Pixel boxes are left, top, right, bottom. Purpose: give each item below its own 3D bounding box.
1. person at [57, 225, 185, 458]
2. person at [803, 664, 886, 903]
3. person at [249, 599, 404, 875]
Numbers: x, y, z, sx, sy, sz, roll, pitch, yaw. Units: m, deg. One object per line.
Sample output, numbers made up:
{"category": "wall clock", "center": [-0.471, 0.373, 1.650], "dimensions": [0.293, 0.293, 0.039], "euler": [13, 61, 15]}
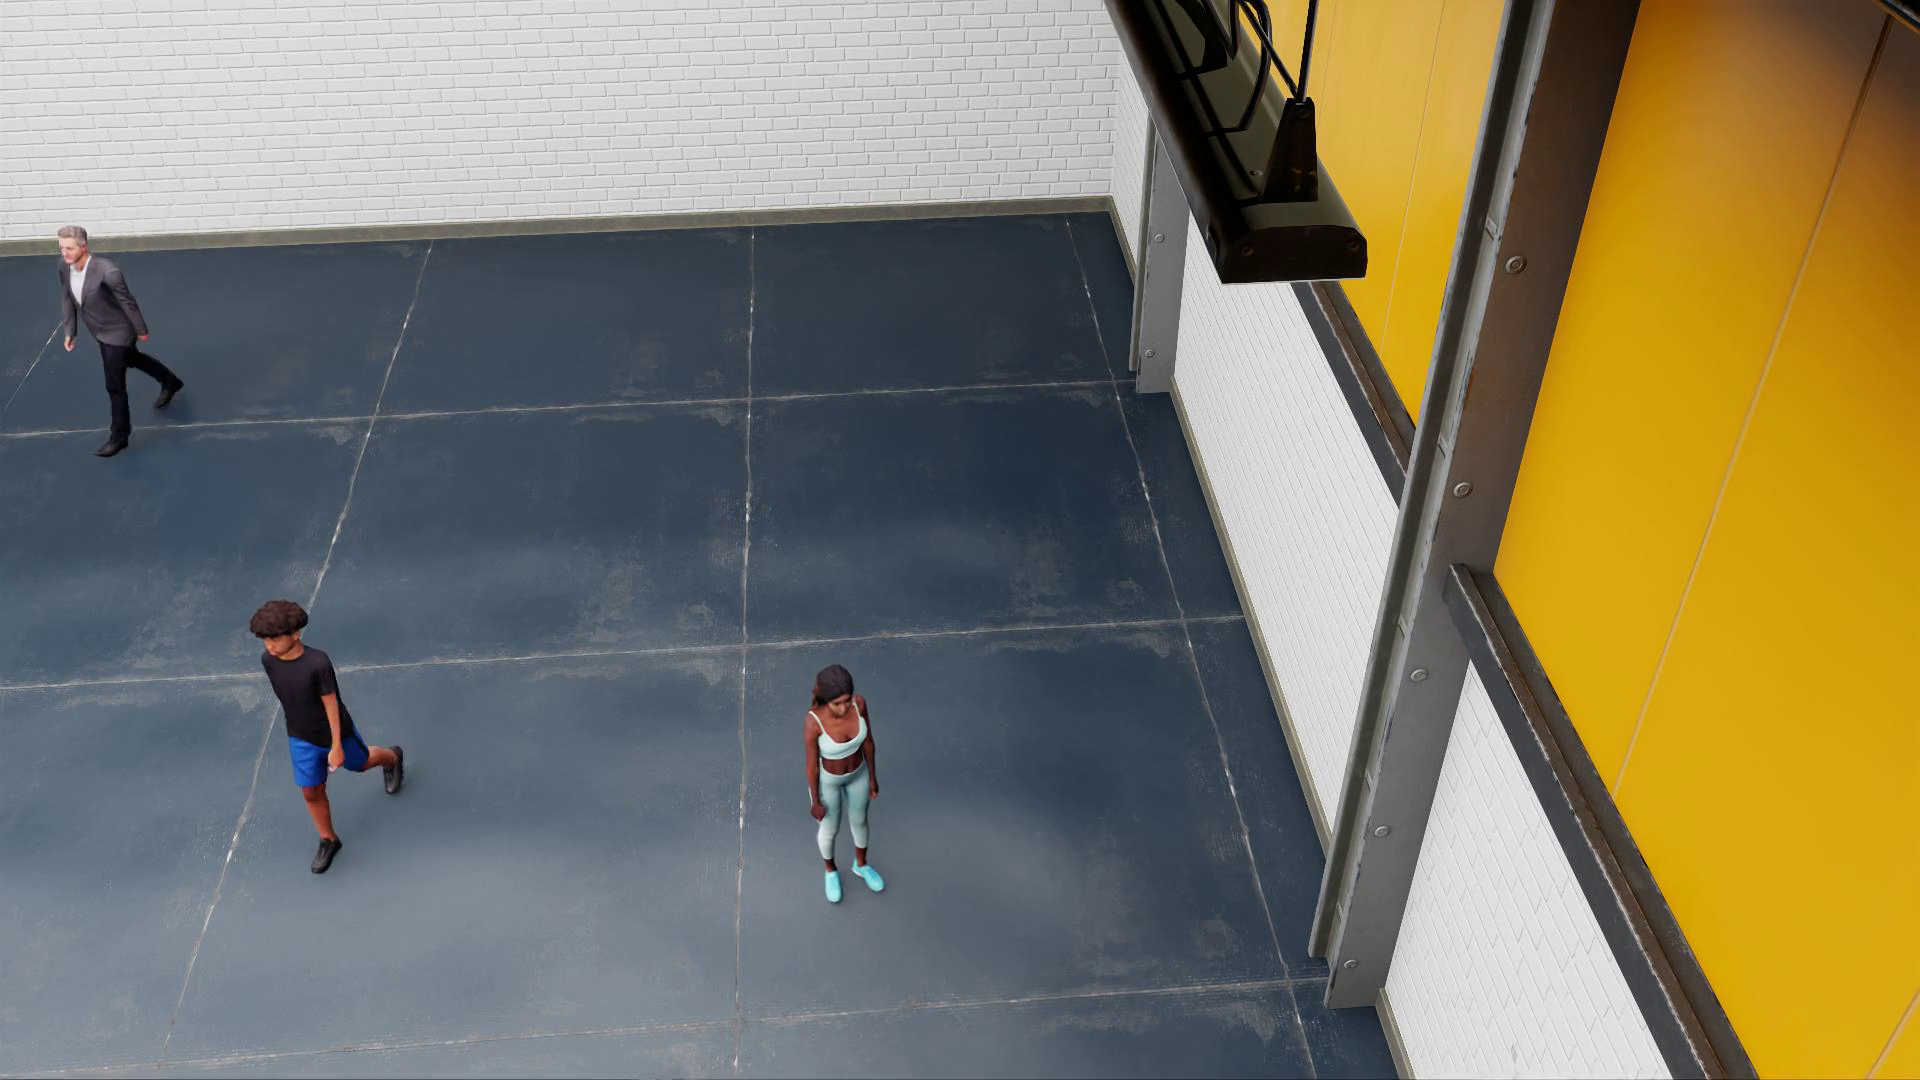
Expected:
{"category": "person", "center": [-6.434, -1.634, 12.730], "dimensions": [1.127, 1.785, 1.353], "euler": [17, 42, 21]}
{"category": "person", "center": [-0.654, 1.311, 9.092], "dimensions": [0.645, 1.724, 0.662], "euler": [-20, 43, -23]}
{"category": "person", "center": [-3.573, 1.001, 9.443], "dimensions": [0.798, 1.770, 1.196], "euler": [6, 39, 8]}
